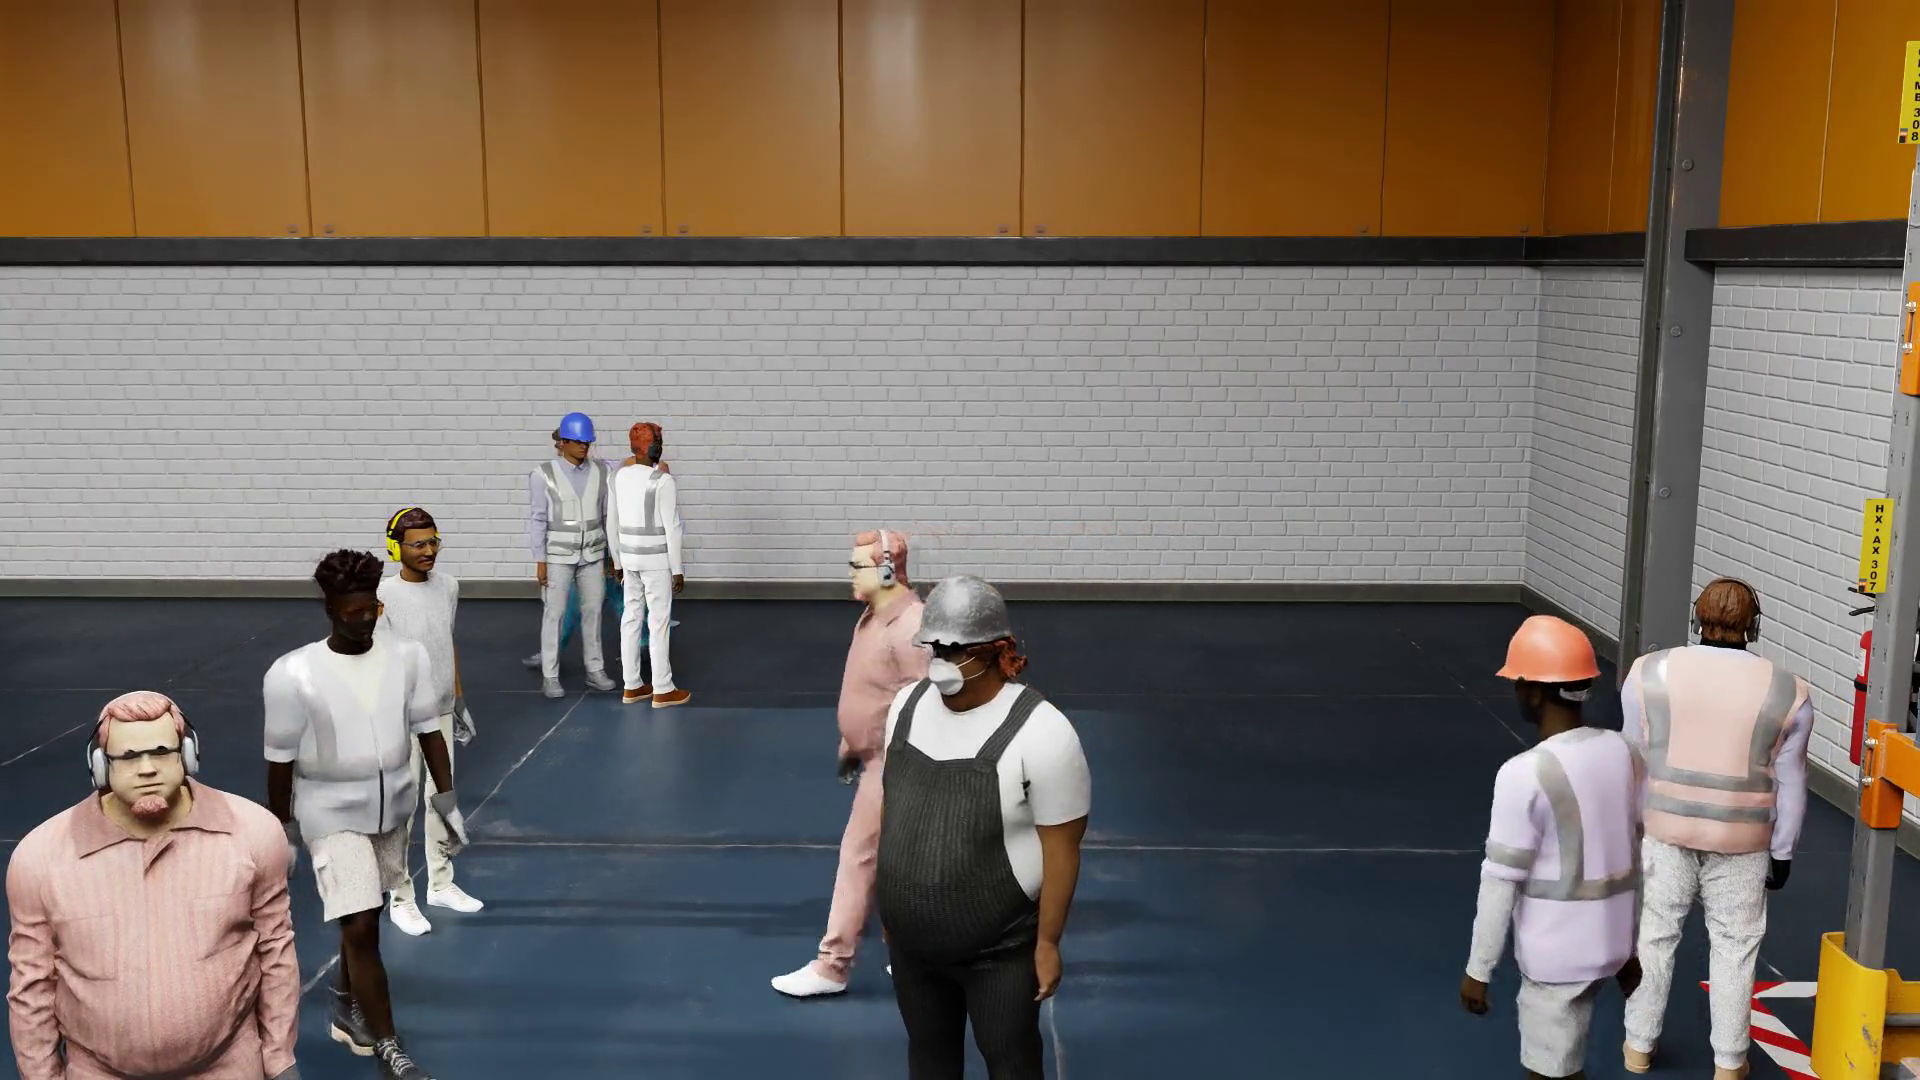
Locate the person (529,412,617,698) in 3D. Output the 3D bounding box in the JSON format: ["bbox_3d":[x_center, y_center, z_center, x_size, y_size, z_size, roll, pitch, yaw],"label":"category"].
[{"bbox_3d":[-2.580,0.101,11.212,0.623,1.935,0.436,-7,12,-34],"label":"person"}]

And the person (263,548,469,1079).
[{"bbox_3d":[-2.055,0.987,5.876,0.957,1.920,0.625,8,13,41],"label":"person"}]

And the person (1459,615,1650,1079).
[{"bbox_3d":[1.692,1.164,4.876,0.558,1.906,0.728,-6,11,-34],"label":"person"}]

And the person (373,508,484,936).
[{"bbox_3d":[-2.360,0.779,7.324,0.316,1.868,0.531,6,11,31],"label":"person"}]

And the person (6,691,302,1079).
[{"bbox_3d":[-1.940,1.302,4.064,0.641,1.913,0.407,-5,11,-28],"label":"person"}]

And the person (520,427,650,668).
[{"bbox_3d":[-2.672,0.046,11.998,0.966,1.783,0.581,-2,10,-14],"label":"person"}]

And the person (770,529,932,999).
[{"bbox_3d":[-0.397,0.889,6.643,0.912,1.865,0.665,-2,10,-12],"label":"person"}]

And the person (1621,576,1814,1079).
[{"bbox_3d":[2.649,1.036,5.904,0.616,1.836,0.428,5,11,27],"label":"person"}]

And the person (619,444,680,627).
[{"bbox_3d":[-2.497,-0.102,13.281,0.516,1.641,0.308,5,11,28],"label":"person"}]

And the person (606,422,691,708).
[{"bbox_3d":[-2.058,0.162,10.968,0.586,1.882,0.341,6,11,31],"label":"person"}]
